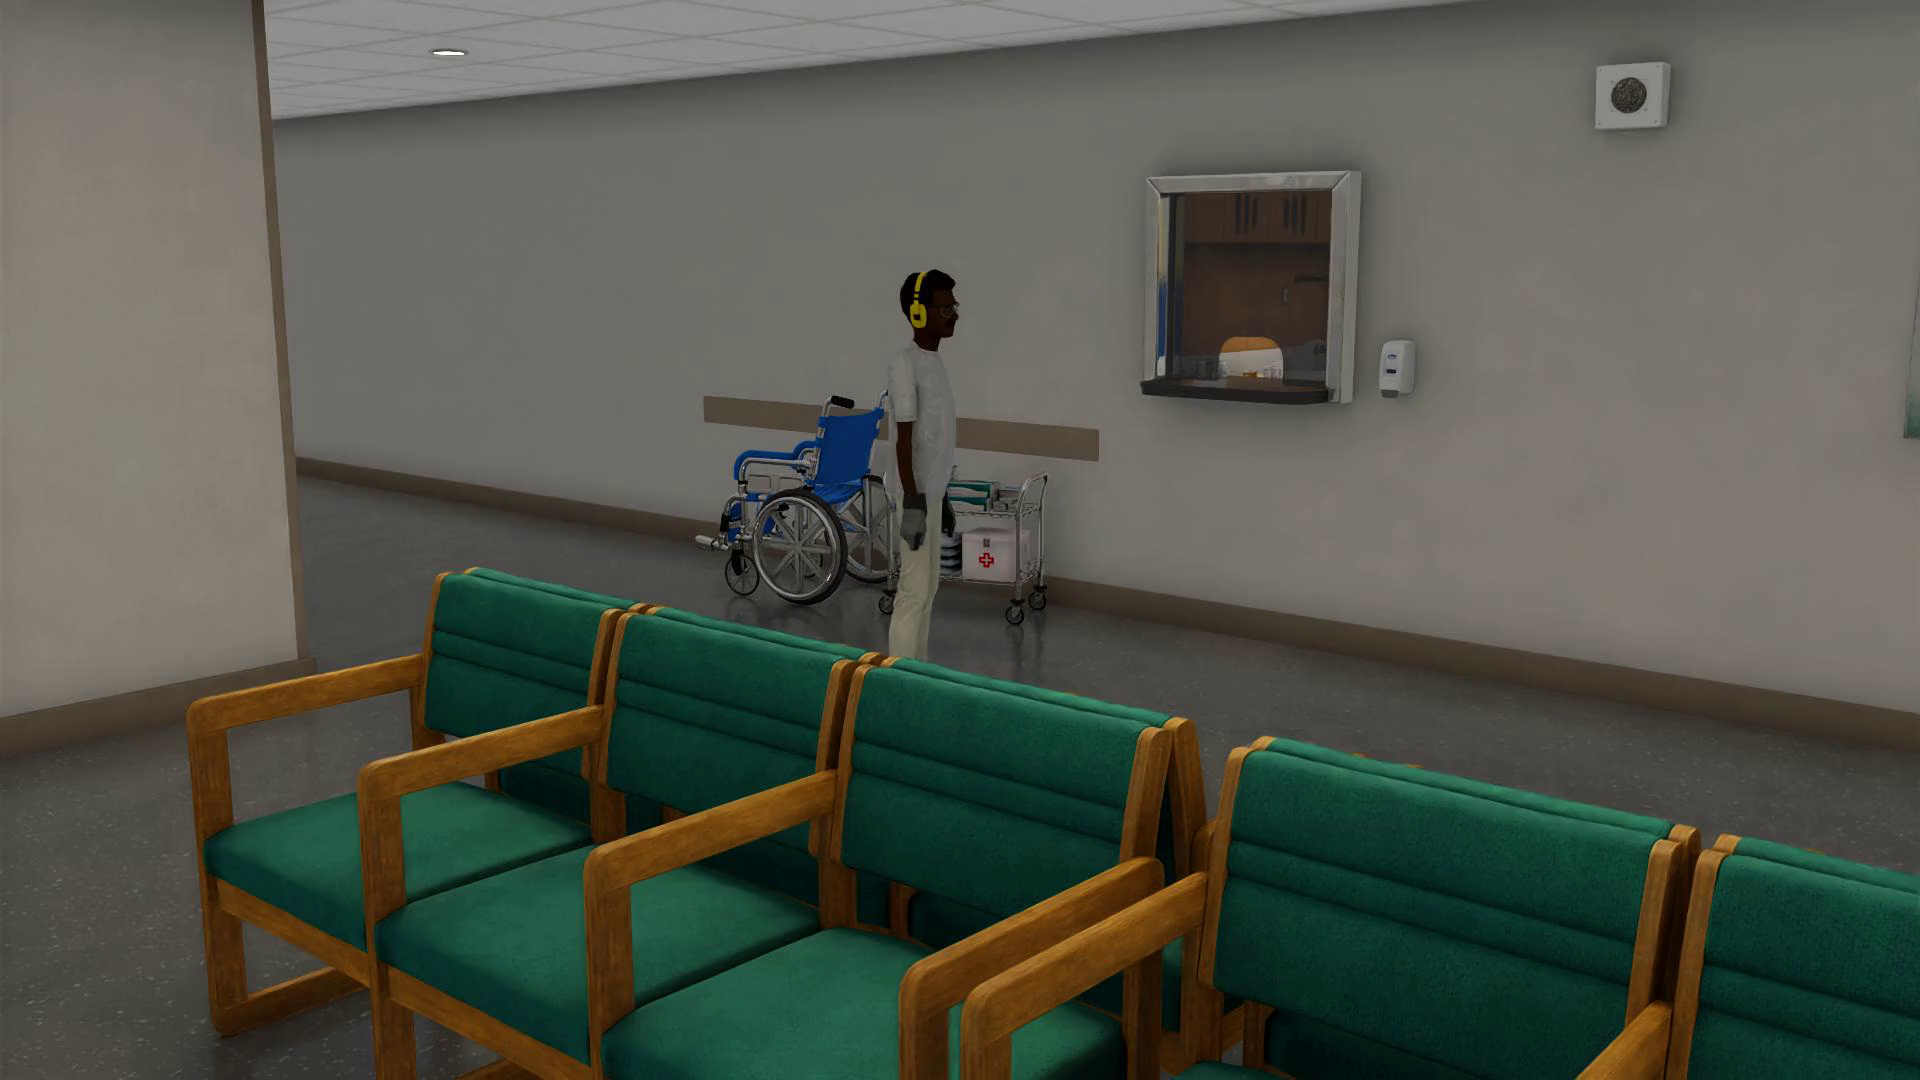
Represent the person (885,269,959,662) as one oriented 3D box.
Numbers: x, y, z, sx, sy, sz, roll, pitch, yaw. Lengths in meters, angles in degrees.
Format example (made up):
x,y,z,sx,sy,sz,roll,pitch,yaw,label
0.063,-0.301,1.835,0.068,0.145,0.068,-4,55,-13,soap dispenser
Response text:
x,y,z,sx,sy,sz,roll,pitch,yaw,label
-0.132,-0.164,6.829,0.327,1.874,0.520,2,10,13,person
